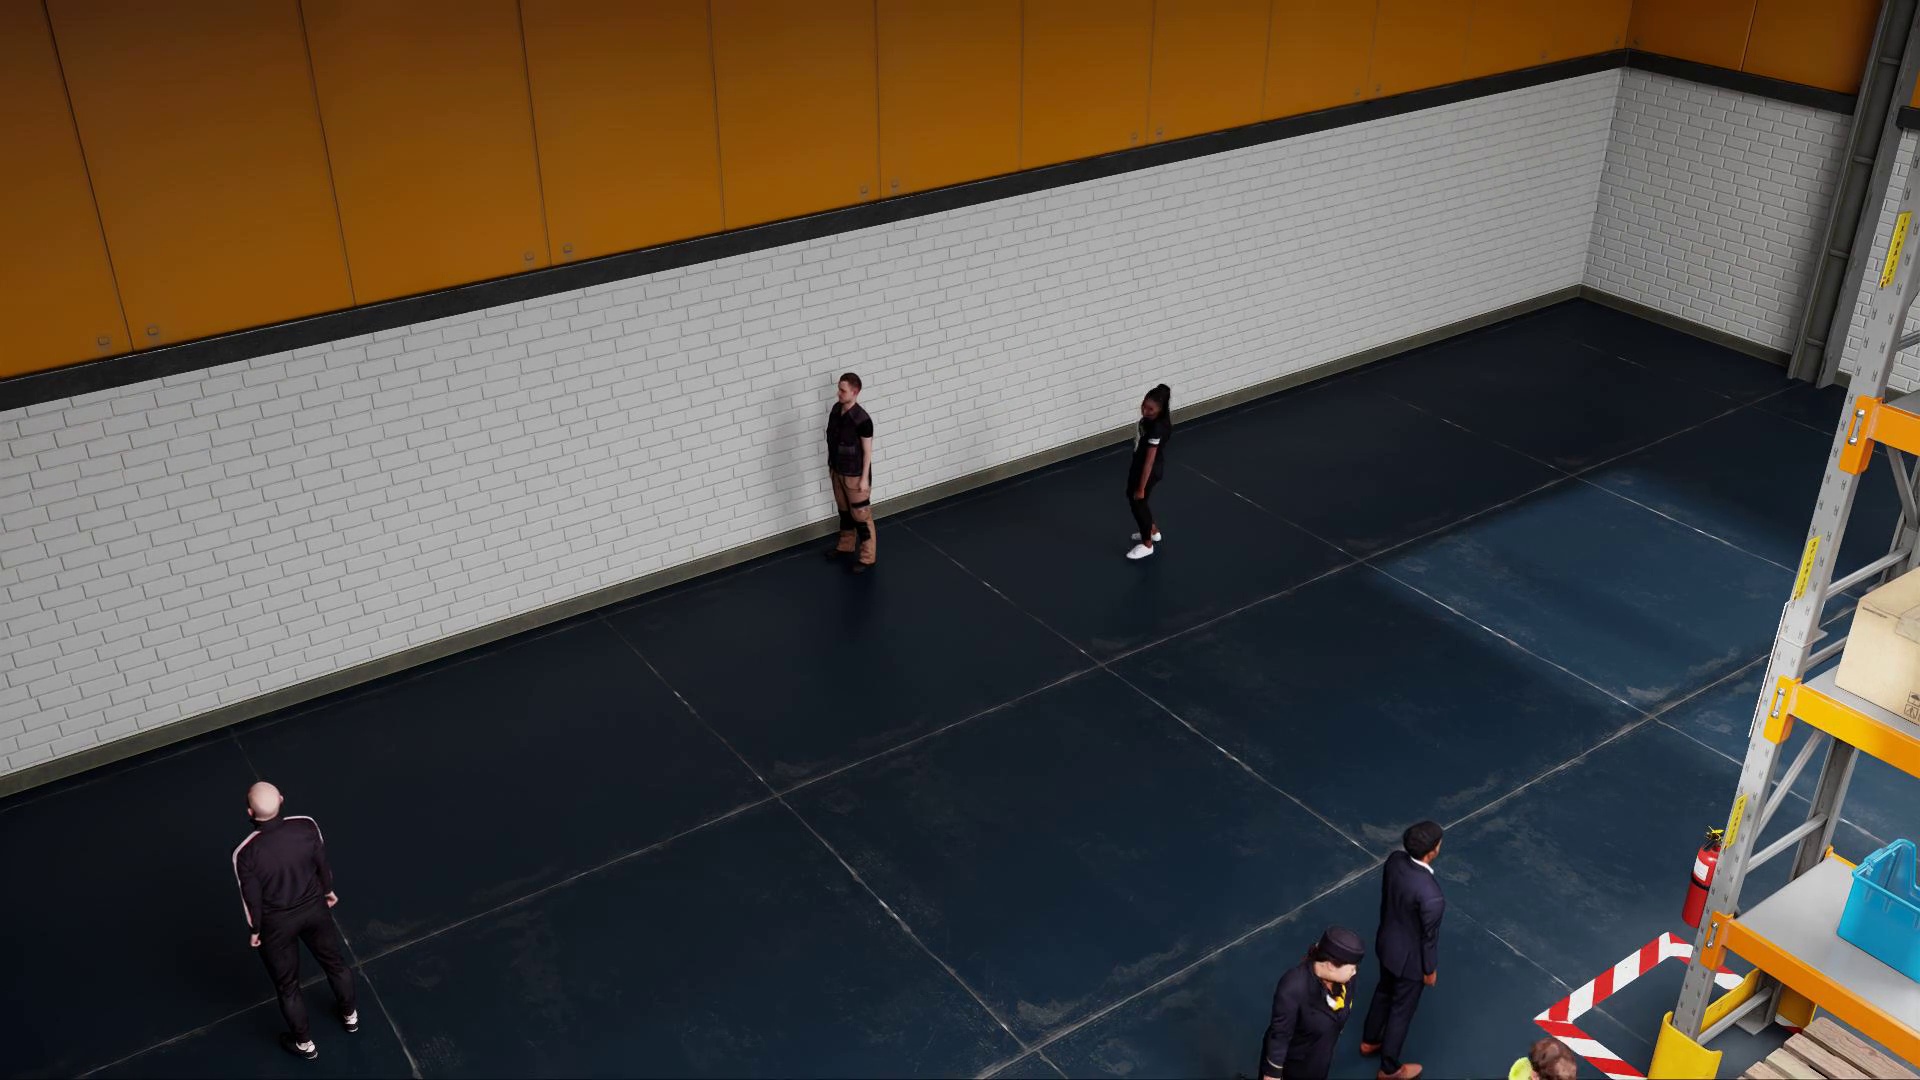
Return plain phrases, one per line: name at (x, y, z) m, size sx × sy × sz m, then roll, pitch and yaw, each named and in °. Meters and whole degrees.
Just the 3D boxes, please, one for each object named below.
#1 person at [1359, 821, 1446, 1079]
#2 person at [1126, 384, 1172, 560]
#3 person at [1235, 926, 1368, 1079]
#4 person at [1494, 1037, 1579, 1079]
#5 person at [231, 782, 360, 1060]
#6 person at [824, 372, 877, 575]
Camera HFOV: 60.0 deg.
person at (2.466, 2.287, 9.287) m, size 0.759 × 1.721 × 0.586 m, roll -8°, pitch 30°, yaw -14°
person at (1.650, -0.593, 14.584) m, size 0.903 × 1.706 × 0.765 m, roll 5°, pitch 29°, yaw 9°
person at (1.723, 2.655, 8.704) m, size 0.807 × 1.633 × 1.013 m, roll -11°, pitch 31°, yaw -20°
person at (2.565, 2.964, 7.828) m, size 1.176 × 1.930 × 1.276 m, roll 2°, pitch 29°, yaw 3°
person at (-3.778, 2.143, 9.430) m, size 0.655 × 1.836 × 0.734 m, roll 23°, pitch 36°, yaw 36°
person at (-0.934, -0.613, 14.479) m, size 0.753 × 1.841 × 0.539 m, roll -22°, pitch 35°, yaw -34°
